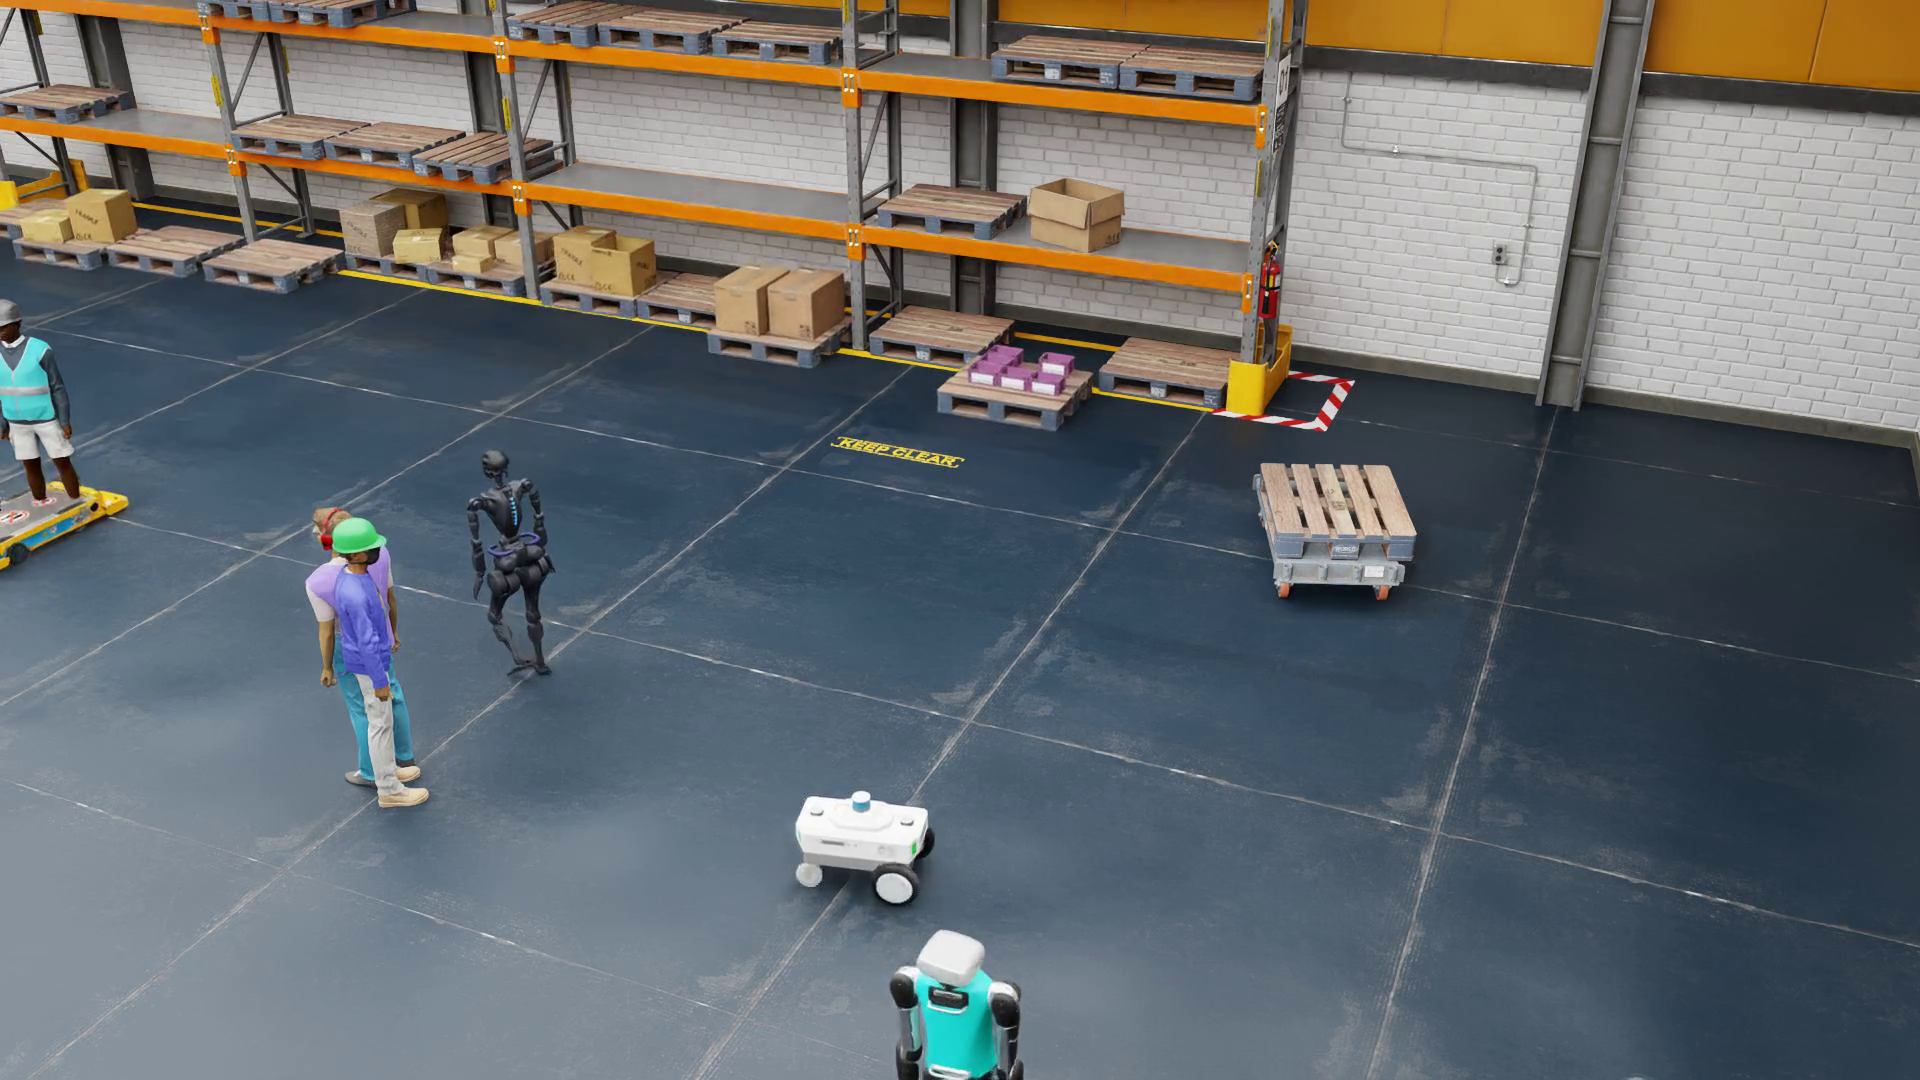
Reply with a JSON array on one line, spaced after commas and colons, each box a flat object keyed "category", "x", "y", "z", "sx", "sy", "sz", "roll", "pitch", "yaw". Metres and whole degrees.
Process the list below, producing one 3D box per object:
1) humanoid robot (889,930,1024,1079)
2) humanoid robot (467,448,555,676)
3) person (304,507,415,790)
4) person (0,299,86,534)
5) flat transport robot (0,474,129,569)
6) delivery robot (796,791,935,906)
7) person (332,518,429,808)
[{"category": "humanoid robot", "x": -0.082, "y": 2.481, "z": 6.589, "sx": 0.559, "sy": 1.823, "sz": 0.784, "roll": 9, "pitch": 28, "yaw": 16}, {"category": "humanoid robot", "x": -2.964, "y": 0.156, "z": 11.085, "sx": 0.362, "sy": 1.646, "sz": 0.586, "roll": 24, "pitch": 36, "yaw": 38}, {"category": "person", "x": -3.576, "y": 0.649, "z": 9.953, "sx": 0.381, "sy": 1.843, "sz": 0.569, "roll": 15, "pitch": 31, "yaw": 27}, {"category": "person", "x": -7.222, "y": -0.969, "z": 12.989, "sx": 0.553, "sy": 1.940, "sz": 0.430, "roll": -3, "pitch": 27, "yaw": -5}, {"category": "flat transport robot", "x": -7.408, "y": -0.118, "z": 13.161, "sx": 0.659, "sy": 0.231, "sz": 1.431, "roll": 12, "pitch": 29, "yaw": 21}, {"category": "delivery robot", "x": -0.534, "y": 1.690, "z": 9.349, "sx": 0.802, "sy": 0.600, "sz": 0.499, "roll": 5, "pitch": 28, "yaw": 9}, {"category": "person", "x": -3.440, "y": 0.715, "z": 9.800, "sx": 0.353, "sy": 1.871, "sz": 0.468, "roll": -12, "pitch": 30, "yaw": -22}]
